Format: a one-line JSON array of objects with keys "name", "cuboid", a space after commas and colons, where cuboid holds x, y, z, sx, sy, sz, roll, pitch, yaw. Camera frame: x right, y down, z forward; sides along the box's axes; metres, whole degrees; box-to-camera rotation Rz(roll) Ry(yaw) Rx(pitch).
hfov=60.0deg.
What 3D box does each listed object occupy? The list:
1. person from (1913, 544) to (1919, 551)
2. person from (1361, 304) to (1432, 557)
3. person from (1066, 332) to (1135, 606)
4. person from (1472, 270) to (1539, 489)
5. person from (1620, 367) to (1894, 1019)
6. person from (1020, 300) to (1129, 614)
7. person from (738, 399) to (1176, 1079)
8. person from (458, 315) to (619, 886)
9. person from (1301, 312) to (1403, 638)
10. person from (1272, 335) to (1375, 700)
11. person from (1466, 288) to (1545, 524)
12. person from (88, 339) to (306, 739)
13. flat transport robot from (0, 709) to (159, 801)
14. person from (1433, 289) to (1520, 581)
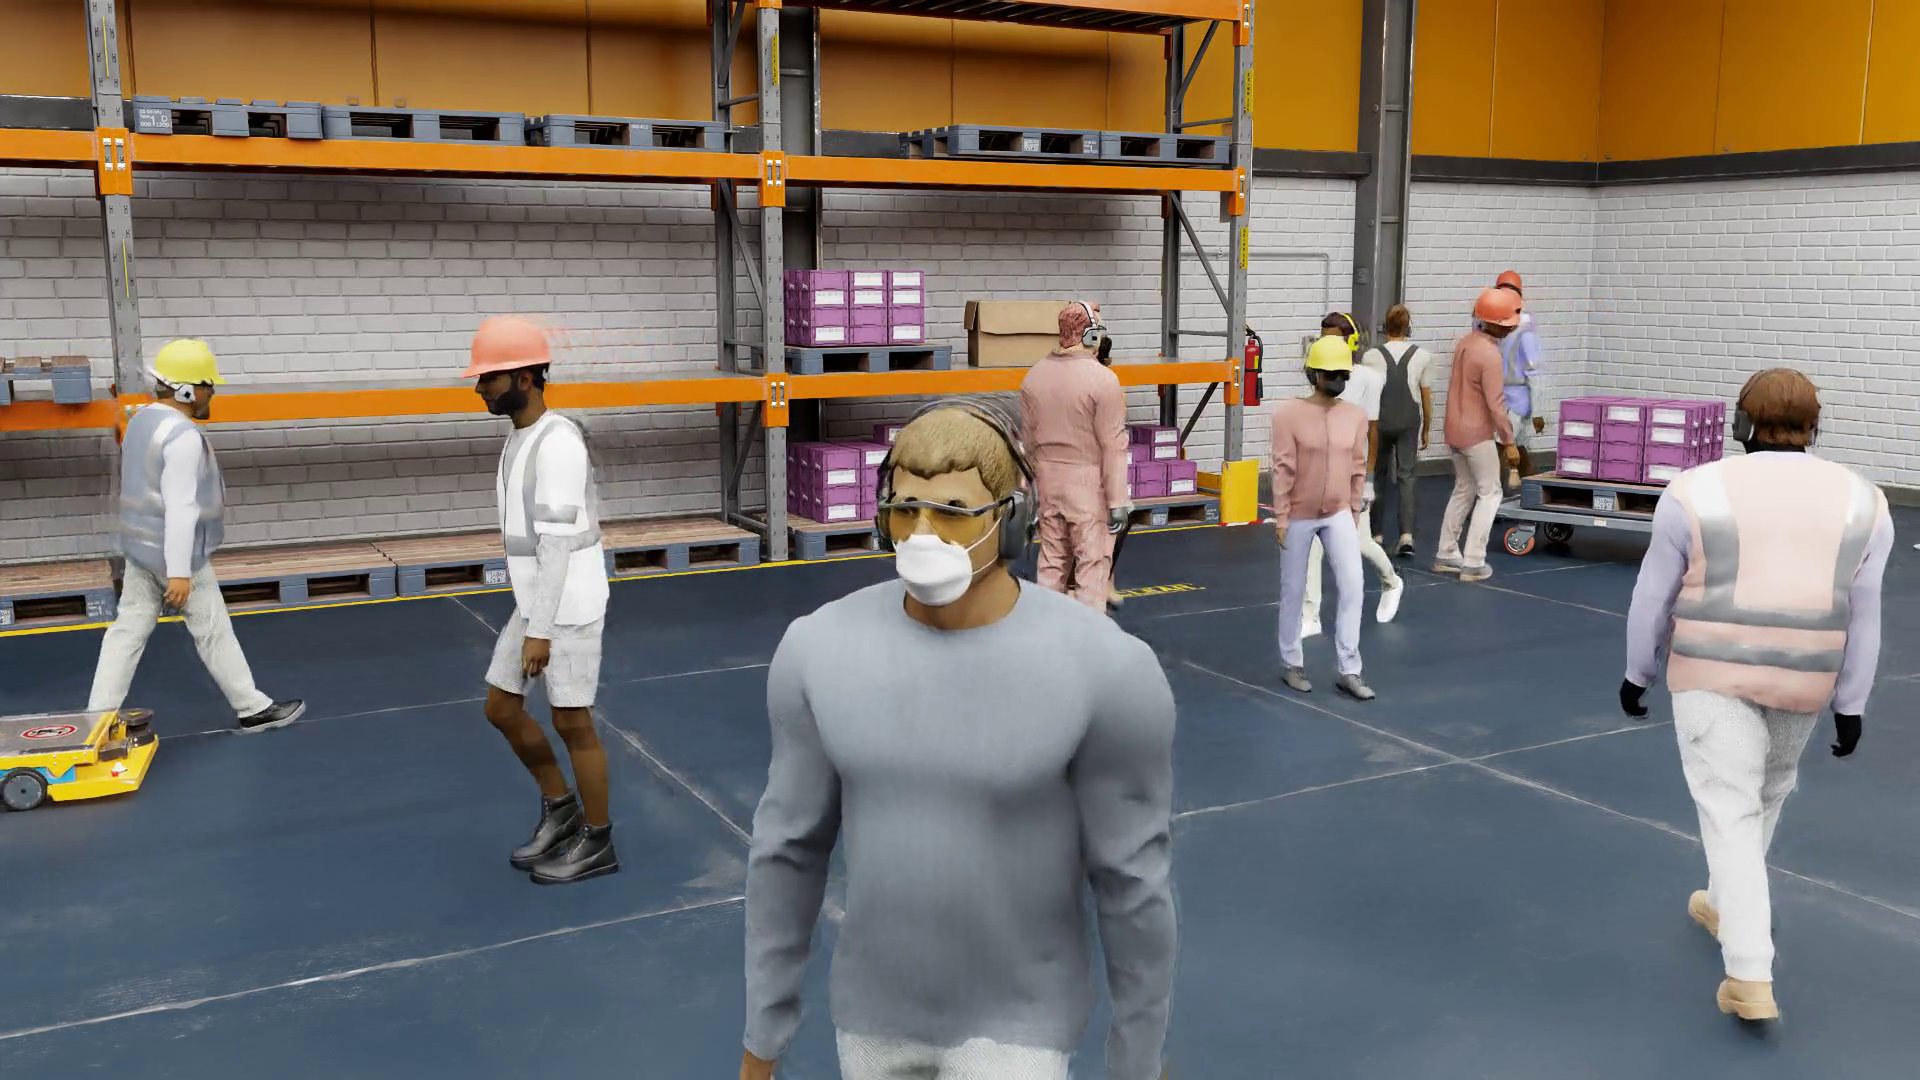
[{"name": "person", "cuboid": [7.450, -0.680, 11.951, 0.849, 1.600, 0.503, 5, 11, 29]}, {"name": "person", "cuboid": [3.152, -0.795, 12.034, 0.509, 1.814, 0.915, 2, 9, 11]}, {"name": "person", "cuboid": [0.816, -0.407, 10.021, 0.557, 1.678, 0.473, 9, 13, 42]}, {"name": "person", "cuboid": [5.095, -1.495, 15.589, 0.614, 2.038, 0.396, 4, 10, 25]}, {"name": "person", "cuboid": [2.255, 0.408, 4.758, 0.636, 1.798, 0.954, 1, 9, 6]}, {"name": "person", "cuboid": [0.600, -0.231, 8.294, 0.409, 1.909, 0.641, -9, 13, -43]}, {"name": "person", "cuboid": [-0.028, 0.734, 2.489, 0.647, 1.885, 1.008, 4, 10, 24]}, {"name": "person", "cuboid": [-1.385, 0.217, 5.541, 0.477, 1.914, 0.581, -6, 11, -34]}, {"name": "person", "cuboid": [2.215, -0.375, 9.410, 0.884, 1.835, 0.514, -9, 13, -43]}, {"name": "person", "cuboid": [1.740, -0.096, 7.953, 0.538, 1.744, 0.676, -2, 10, -12]}, {"name": "person", "cuboid": [4.381, -1.055, 13.326, 0.819, 1.899, 0.605, -1, 9, -4]}, {"name": "person", "cuboid": [-3.365, 0.034, 7.113, 0.693, 1.770, 0.952, 8, 13, 42]}, {"name": "flat transport robot", "cuboid": [-3.970, 0.877, 6.512, 1.431, 0.197, 0.652, -3, 10, -19]}, {"name": "person", "cuboid": [3.408, -0.684, 10.973, 0.396, 1.939, 0.652, -1, 9, -4]}]
